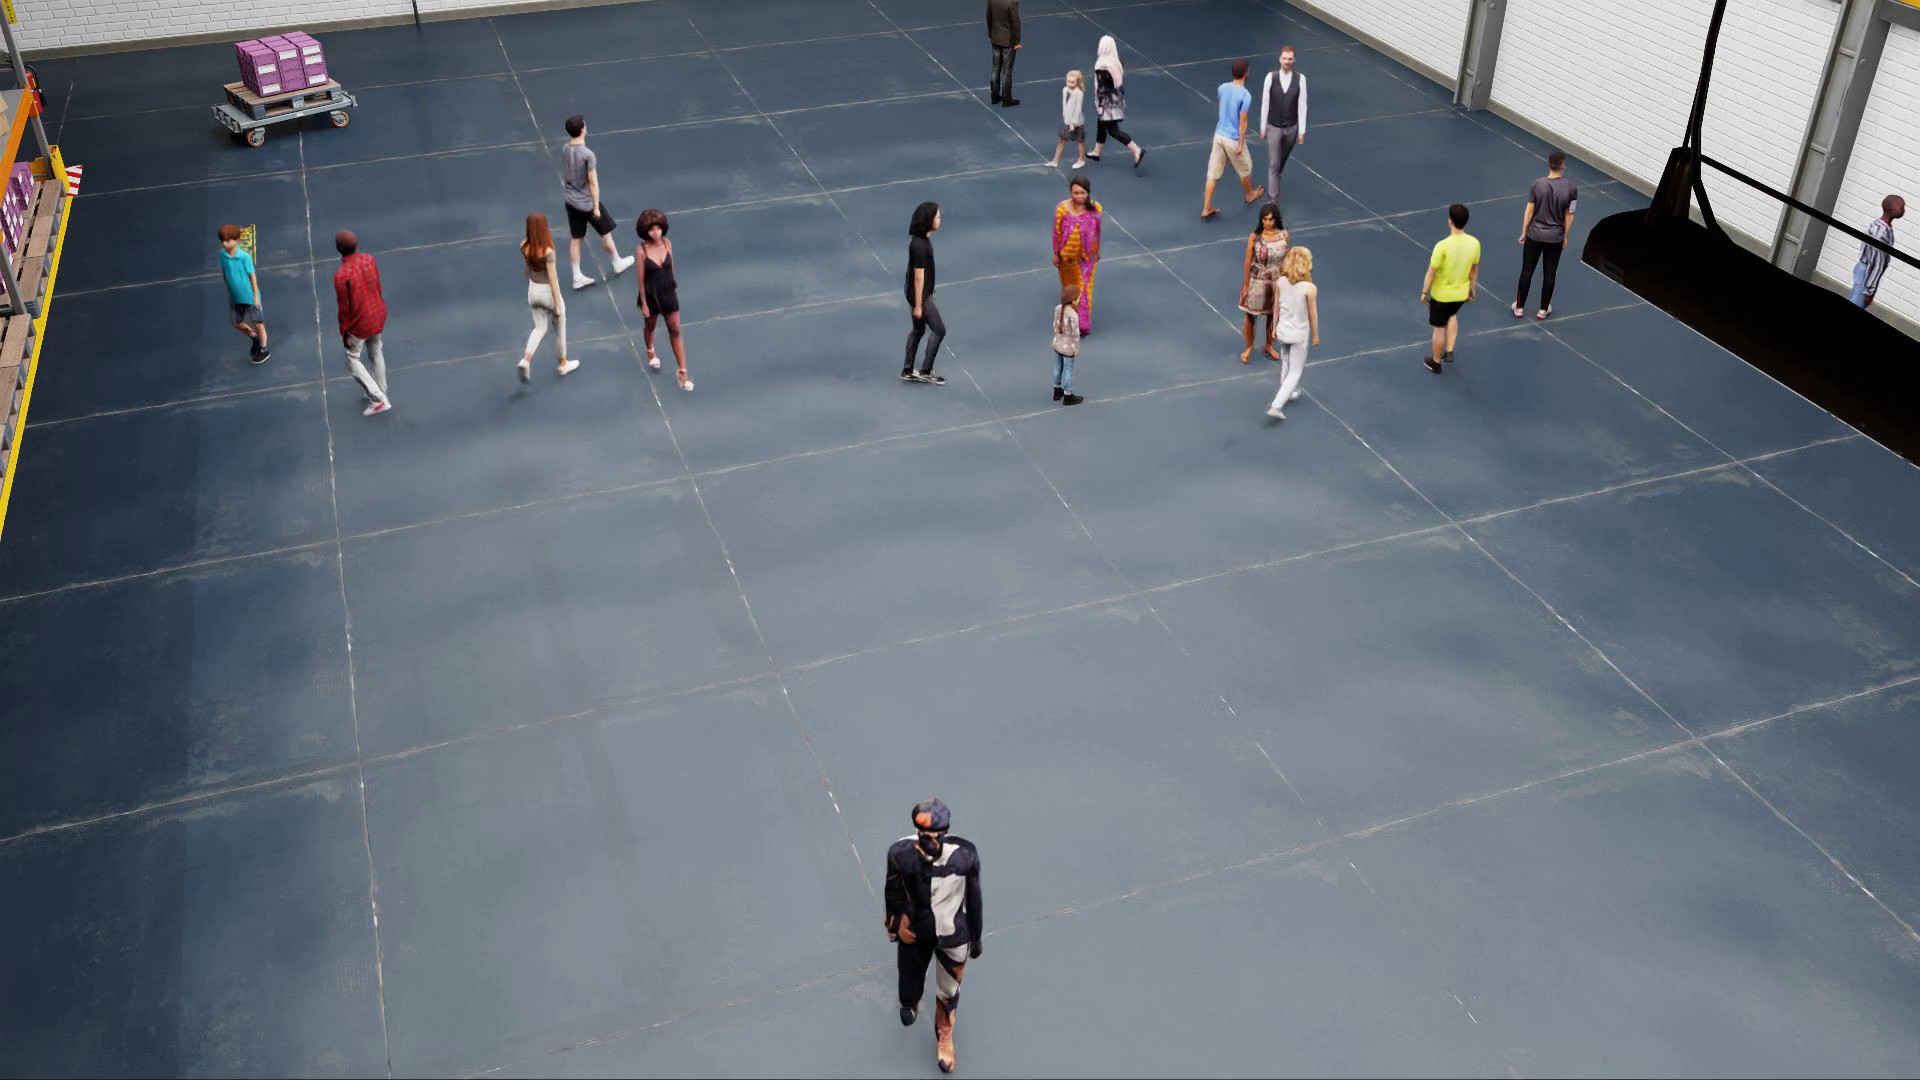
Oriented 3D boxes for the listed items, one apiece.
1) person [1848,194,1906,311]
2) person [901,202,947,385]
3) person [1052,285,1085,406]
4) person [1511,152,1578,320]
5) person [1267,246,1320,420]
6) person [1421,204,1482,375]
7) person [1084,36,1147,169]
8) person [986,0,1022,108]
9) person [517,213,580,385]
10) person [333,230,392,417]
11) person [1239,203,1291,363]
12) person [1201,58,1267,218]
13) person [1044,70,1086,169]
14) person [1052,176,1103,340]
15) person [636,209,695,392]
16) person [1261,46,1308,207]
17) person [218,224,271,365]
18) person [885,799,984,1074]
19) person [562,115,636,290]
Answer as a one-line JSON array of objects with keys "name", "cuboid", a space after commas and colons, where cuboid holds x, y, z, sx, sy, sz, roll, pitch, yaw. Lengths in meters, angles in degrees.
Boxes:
[{"name": "person", "cuboid": [8.760, -2.495, 16.098, 0.777, 1.794, 0.700, 12, 35, 17]}, {"name": "person", "cuboid": [-0.467, -2.344, 15.852, 0.819, 1.816, 0.708, 0, 34, 0]}, {"name": "person", "cuboid": [0.992, -1.844, 15.666, 0.588, 1.188, 0.479, -23, 40, -30]}, {"name": "person", "cuboid": [5.998, -3.117, 17.063, 0.725, 1.762, 0.766, 11, 35, 17]}, {"name": "person", "cuboid": [3.046, -1.894, 15.313, 0.853, 1.662, 0.904, -27, 42, -35]}, {"name": "person", "cuboid": [4.757, -2.372, 15.999, 0.703, 1.700, 0.680, -6, 34, -9]}, {"name": "person", "cuboid": [1.960, -5.390, 20.641, 1.221, 1.586, 1.074, 19, 38, 26]}, {"name": "person", "cuboid": [0.591, -6.821, 22.597, 0.672, 1.805, 0.818, 25, 41, 32]}, {"name": "person", "cuboid": [-4.017, -2.270, 15.844, 0.982, 1.702, 1.030, 16, 37, 22]}, {"name": "person", "cuboid": [-5.470, -2.011, 15.350, 0.933, 1.818, 0.876, 19, 38, 27]}, {"name": "person", "cuboid": [3.000, -2.541, 16.305, 0.728, 1.642, 0.644, -6, 34, -9]}, {"name": "person", "cuboid": [3.065, -4.607, 19.255, 1.044, 1.817, 1.233, -28, 43, -35]}, {"name": "person", "cuboid": [1.456, -5.234, 20.708, 0.742, 1.252, 0.803, -27, 42, -35]}, {"name": "person", "cuboid": [1.197, -2.962, 16.938, 0.995, 1.643, 1.297, 2, 34, 3]}, {"name": "person", "cuboid": [-2.923, -2.319, 15.885, 0.735, 1.737, 1.146, -20, 38, -27]}, {"name": "person", "cuboid": [3.790, -4.877, 19.582, 1.022, 1.904, 1.351, 2, 34, 3]}, {"name": "person", "cuboid": [-7.005, -2.457, 16.356, 0.650, 1.445, 0.697, 8, 34, 12]}, {"name": "person", "cuboid": [-0.134, 2.085, 9.130, 0.811, 1.880, 0.873, -2, 34, -2]}, {"name": "person", "cuboid": [-4.063, -3.540, 17.625, 1.117, 1.845, 1.101, 22, 39, 29]}]
